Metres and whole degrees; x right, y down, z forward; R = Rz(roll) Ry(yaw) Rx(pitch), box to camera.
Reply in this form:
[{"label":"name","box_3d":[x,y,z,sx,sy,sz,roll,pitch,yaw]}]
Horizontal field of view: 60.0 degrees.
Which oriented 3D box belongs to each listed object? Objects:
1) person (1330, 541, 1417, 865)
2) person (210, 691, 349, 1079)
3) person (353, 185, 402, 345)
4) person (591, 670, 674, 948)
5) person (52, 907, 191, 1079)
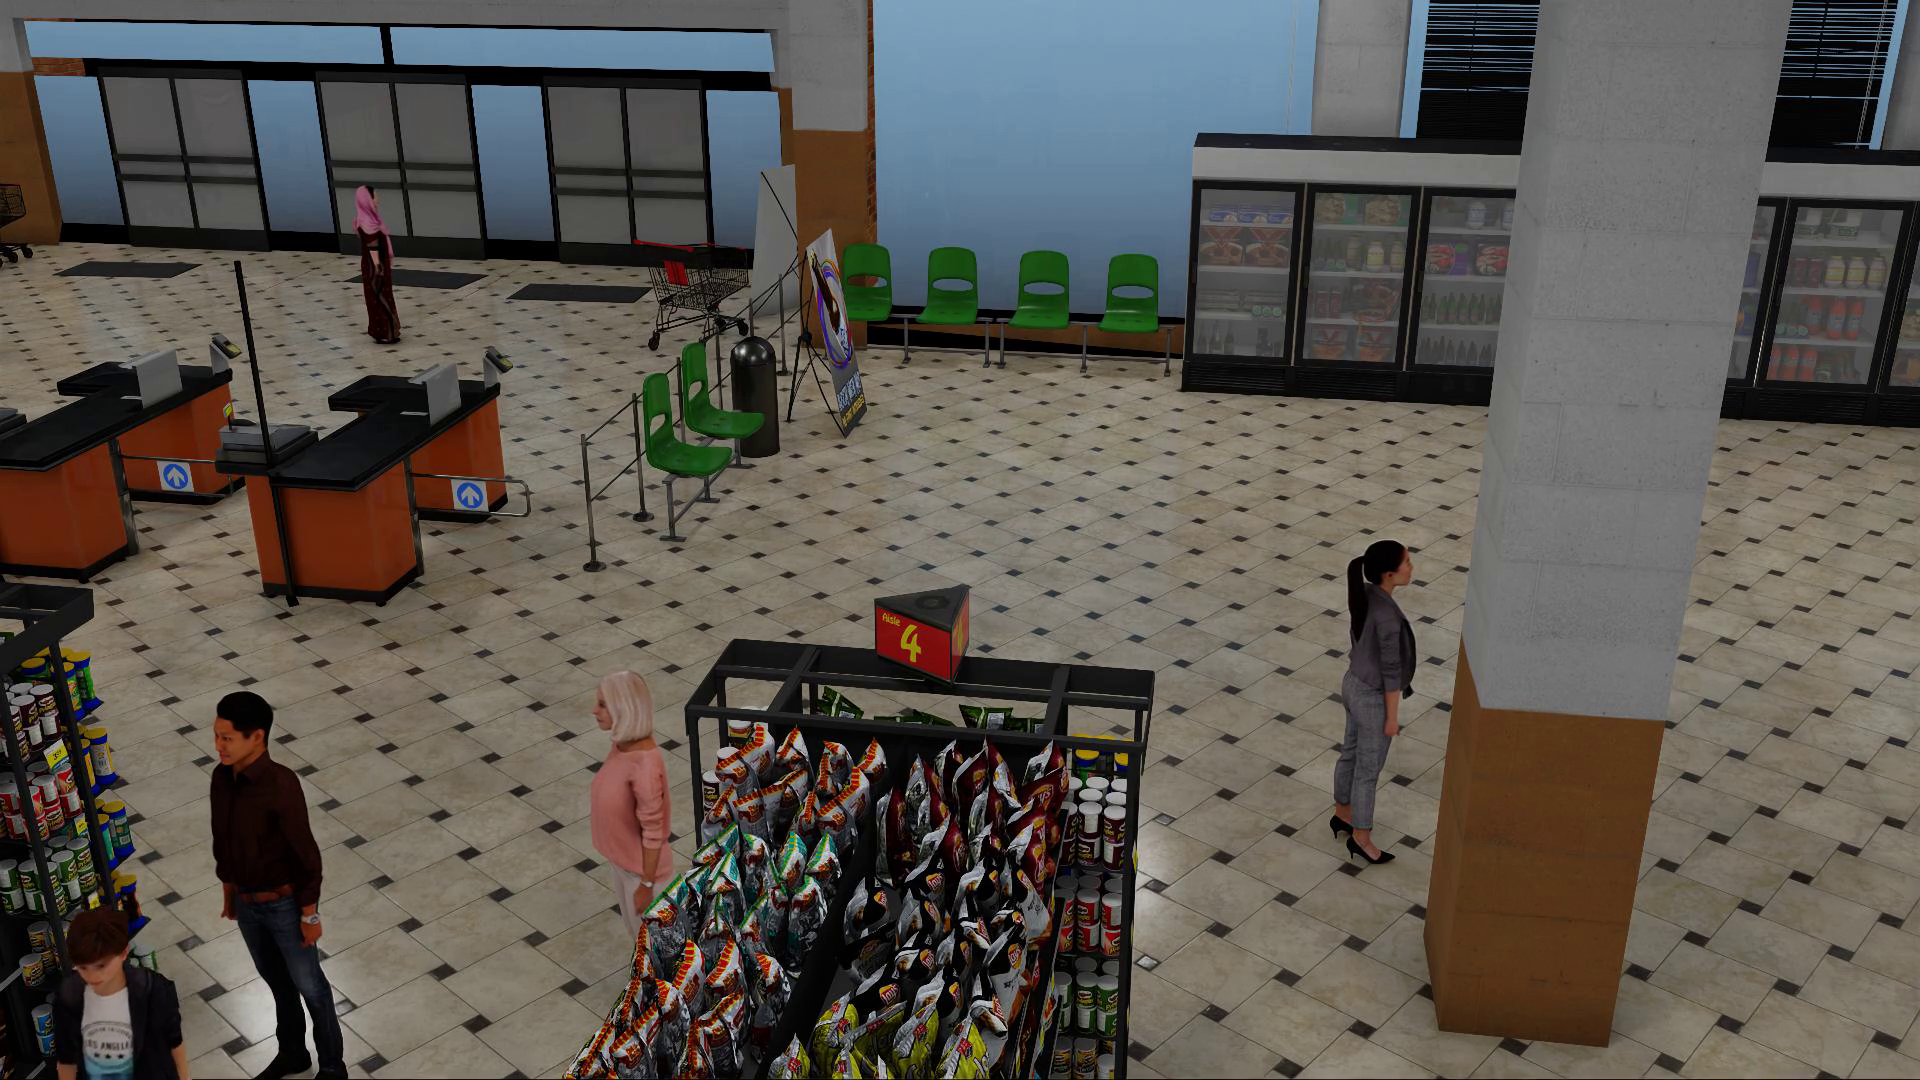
[{"label":"person","box_3d":[2.007,0.781,8.146,0.750,1.678,0.629,-3,22,-8]},{"label":"person","box_3d":[-2.667,1.392,6.486,0.709,1.781,0.630,11,24,25]},{"label":"person","box_3d":[-6.075,-2.865,17.275,0.816,1.638,0.695,-6,23,-15]},{"label":"person","box_3d":[-1.307,1.304,6.782,0.741,1.725,0.654,-11,24,-25]},{"label":"person","box_3d":[-2.860,1.864,5.789,0.630,1.427,0.804,-1,22,-1]}]
